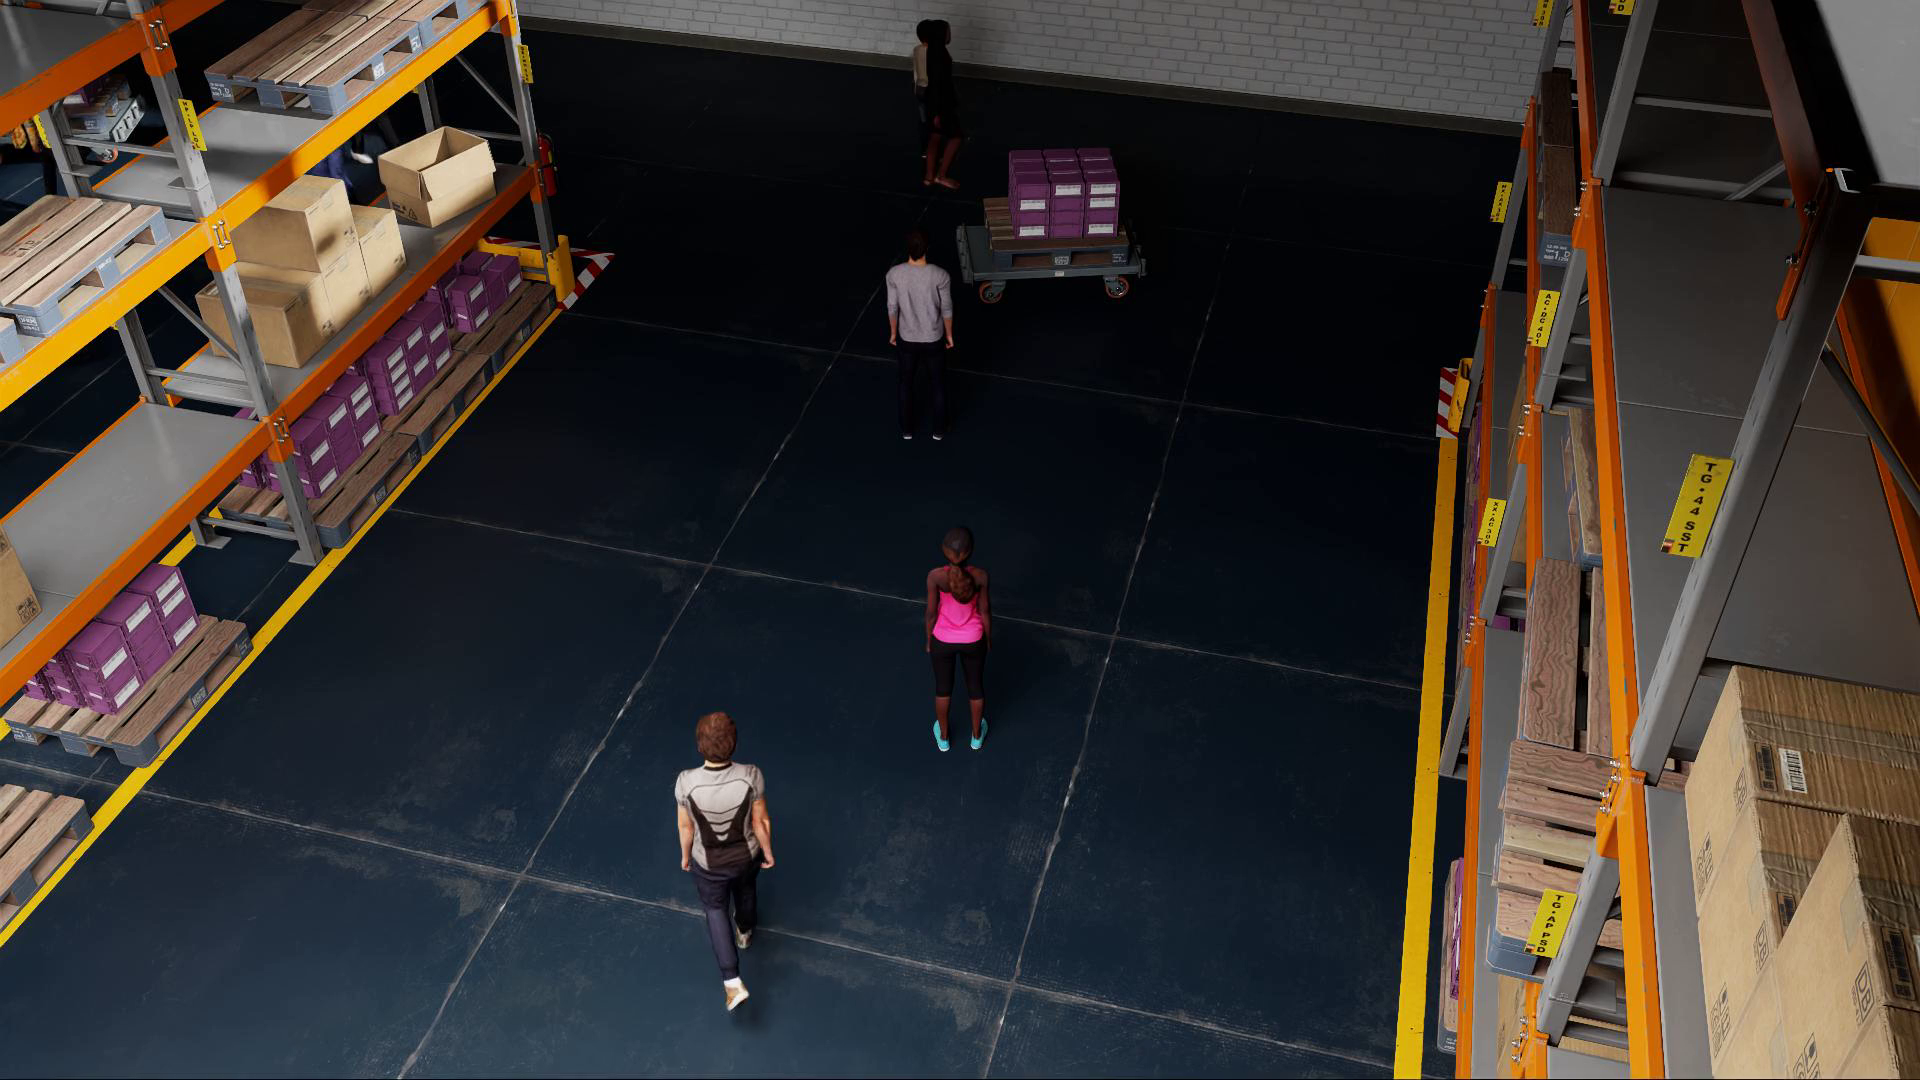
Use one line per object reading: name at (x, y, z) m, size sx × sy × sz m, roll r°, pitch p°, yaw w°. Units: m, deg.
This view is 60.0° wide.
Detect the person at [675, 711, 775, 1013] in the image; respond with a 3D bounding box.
person at (-1.222, 1.697, 8.743) m, size 0.984 × 1.879 × 1.194 m, roll -8°, pitch 39°, yaw -10°

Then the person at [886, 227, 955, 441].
person at (-0.304, -1.591, 12.889) m, size 0.689 × 1.843 × 0.584 m, roll 4°, pitch 39°, yaw 5°

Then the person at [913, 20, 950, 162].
person at (-0.332, -4.525, 16.869) m, size 0.681 × 1.460 × 0.700 m, roll 22°, pitch 43°, yaw 25°

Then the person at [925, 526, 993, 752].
person at (-0.012, 0.615, 10.222) m, size 0.627 × 1.723 × 0.631 m, roll -1°, pitch 39°, yaw -1°

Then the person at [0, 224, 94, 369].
person at (-7.785, -2.052, 13.540) m, size 0.911 × 1.750 × 1.157 m, roll 30°, pitch 48°, yaw 32°

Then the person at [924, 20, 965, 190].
person at (-0.288, -4.261, 16.342) m, size 0.753 × 1.705 × 0.655 m, roll 0°, pitch 39°, yaw 0°
